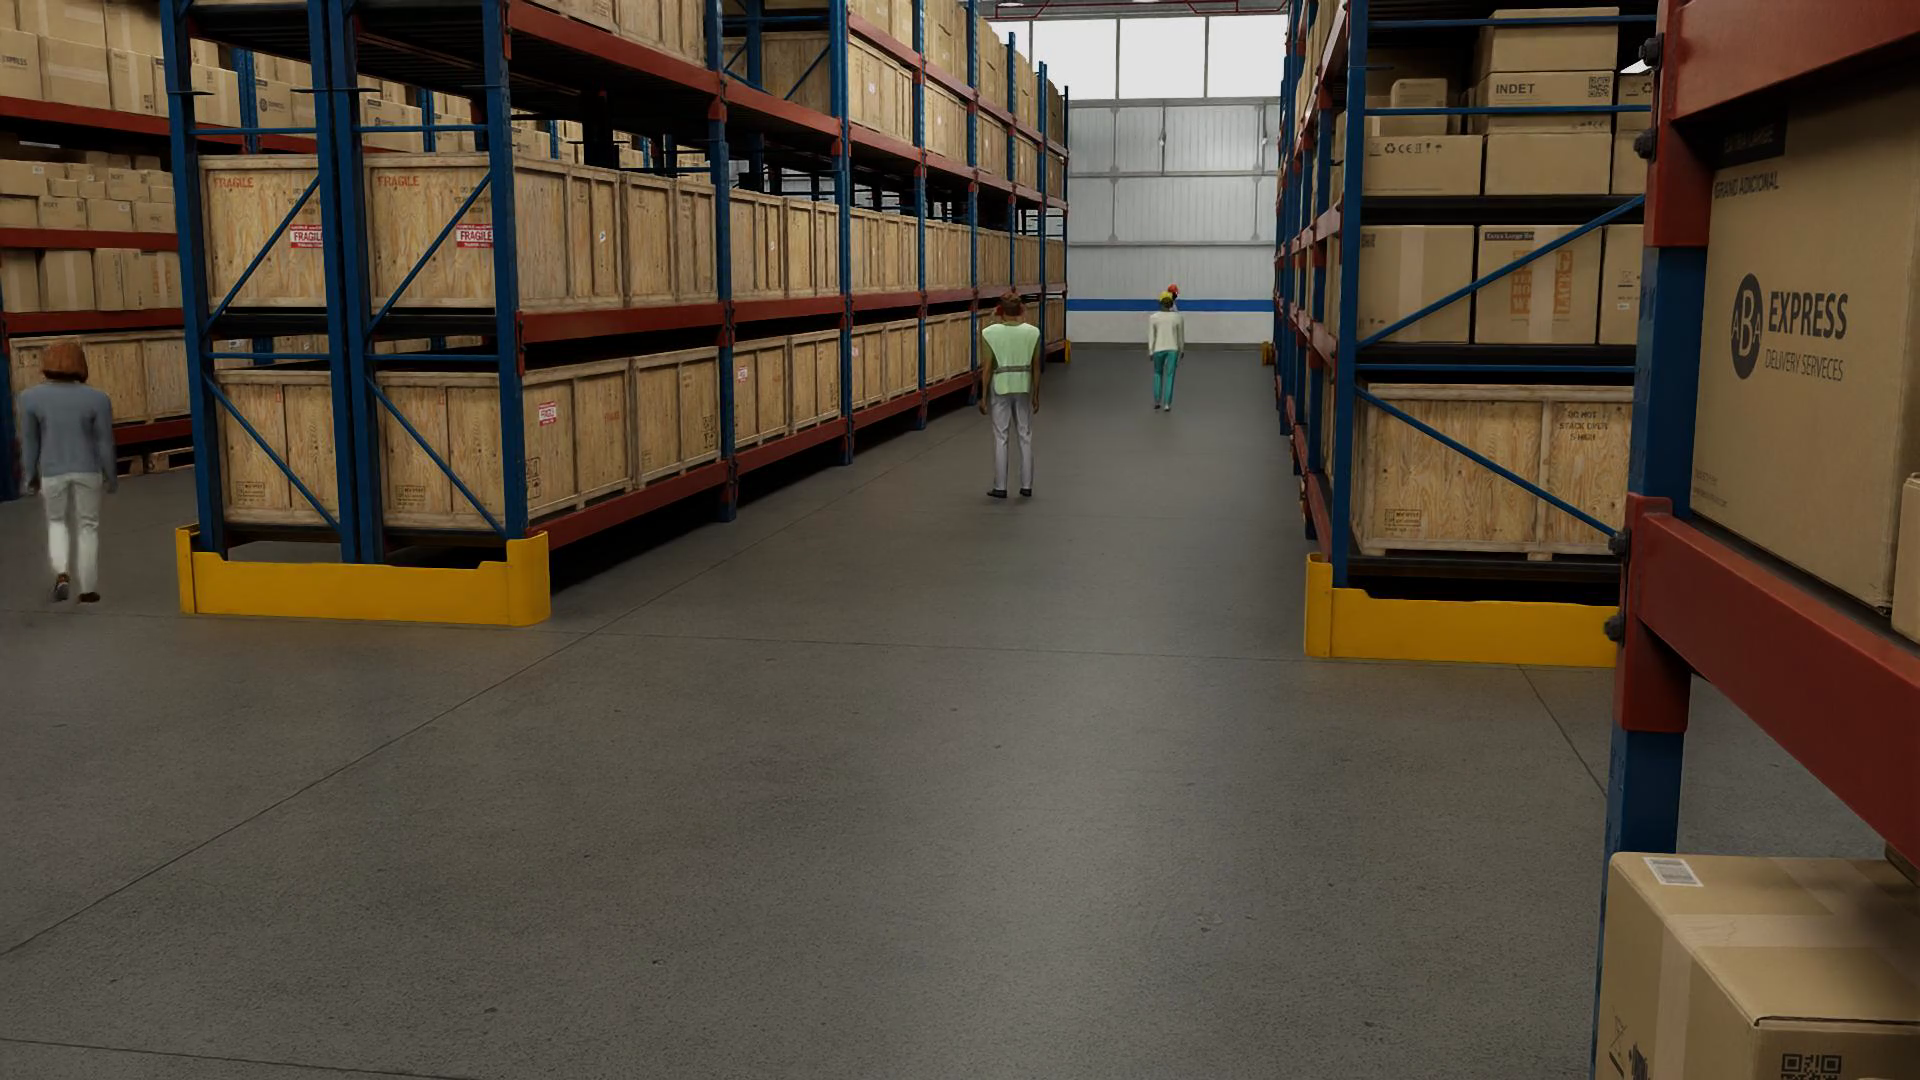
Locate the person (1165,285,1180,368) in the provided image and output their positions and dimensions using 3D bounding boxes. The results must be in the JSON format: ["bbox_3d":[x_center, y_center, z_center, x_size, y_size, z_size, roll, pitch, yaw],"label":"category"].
[{"bbox_3d":[4.502,-4.536,35.313,0.330,1.751,0.564,3,9,15],"label":"person"}]

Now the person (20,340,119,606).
[{"bbox_3d":[-5.375,-0.400,10.078,0.524,1.614,0.349,-3,10,-17],"label":"person"}]

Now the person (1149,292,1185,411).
[{"bbox_3d":[3.040,-2.769,24.447,0.522,1.720,0.882,2,9,11],"label":"person"}]

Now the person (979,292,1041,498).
[{"bbox_3d":[0.457,-1.293,14.913,0.571,1.843,0.372,-3,10,-20],"label":"person"}]
